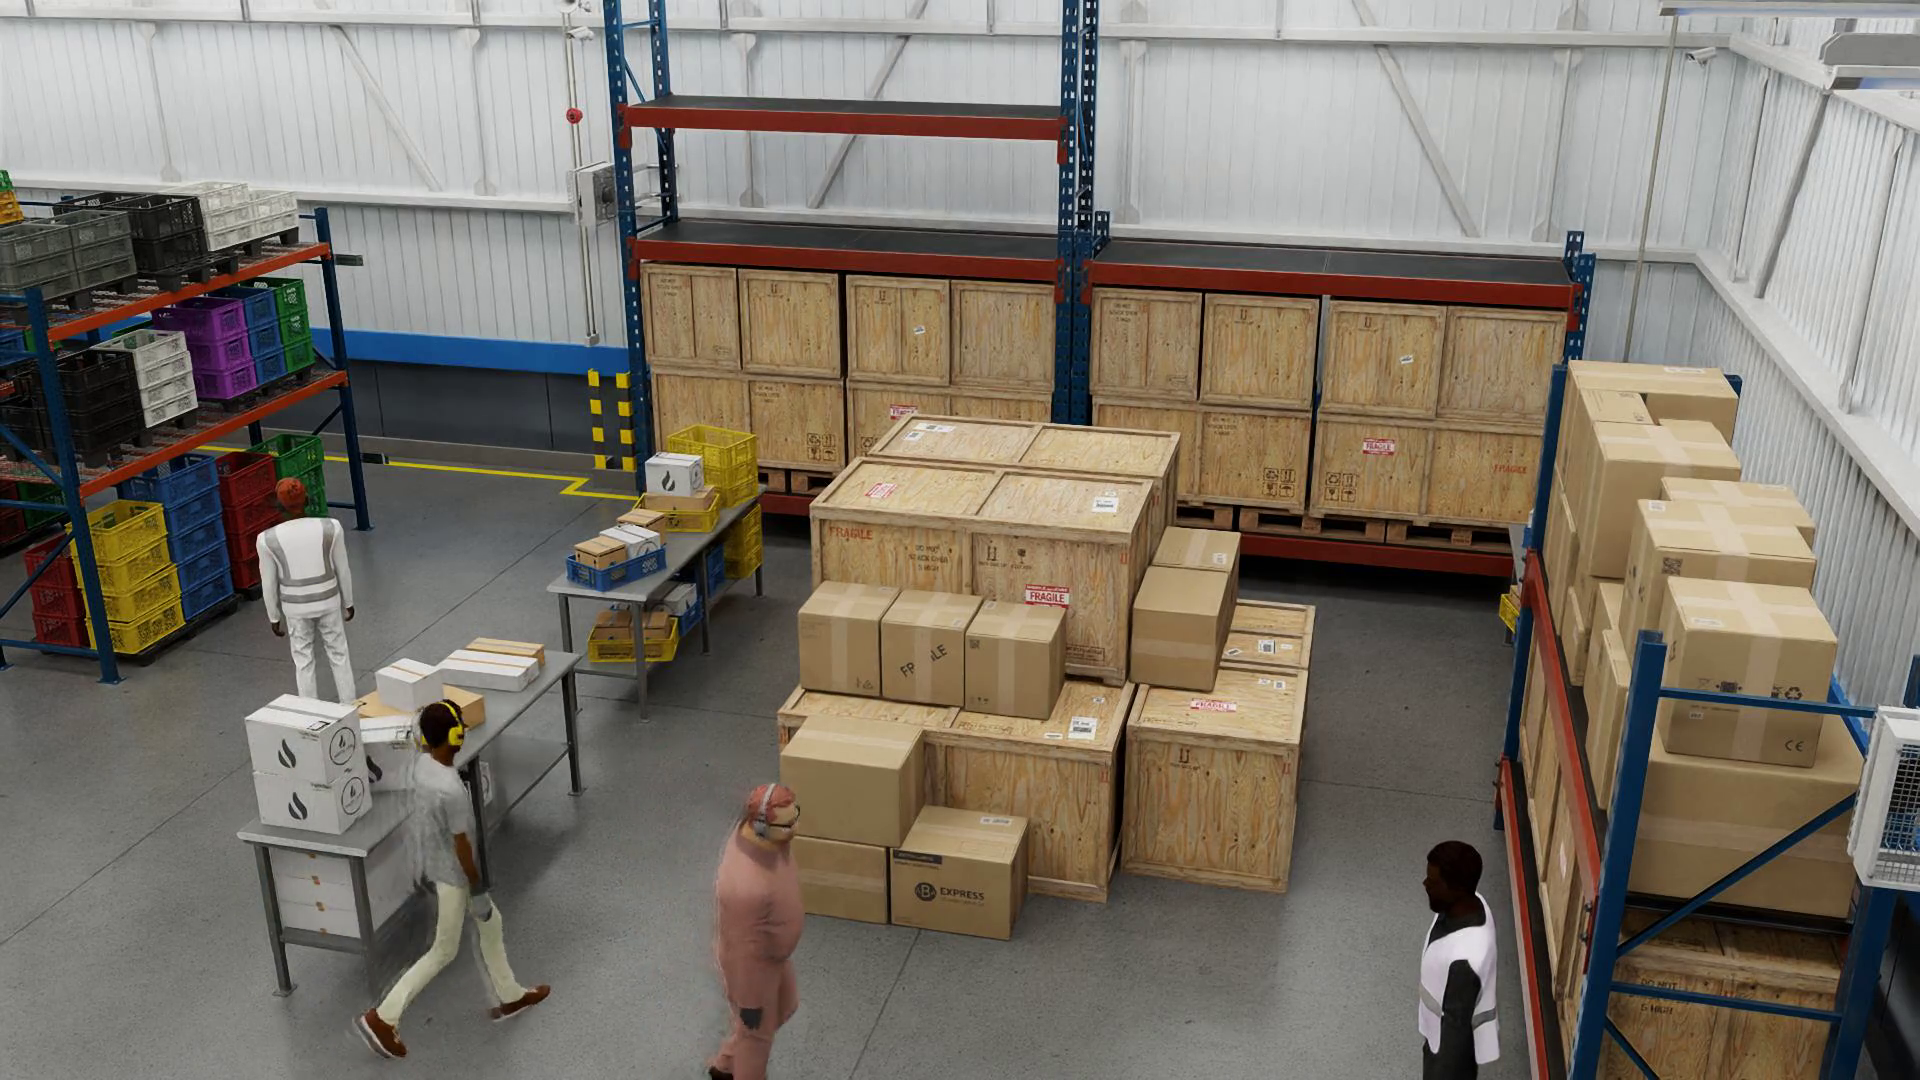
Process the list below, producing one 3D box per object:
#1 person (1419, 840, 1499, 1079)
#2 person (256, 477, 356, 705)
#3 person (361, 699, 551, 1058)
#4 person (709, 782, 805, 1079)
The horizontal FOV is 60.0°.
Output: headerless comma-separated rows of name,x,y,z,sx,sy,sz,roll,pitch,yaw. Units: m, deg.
person,2.096,2.144,7.130,0.409,1.908,0.597,5,22,14
person,-4.513,0.469,11.558,0.579,1.878,0.360,-10,23,-24
person,-2.633,1.703,8.413,0.926,1.819,0.572,-11,24,-27
person,-0.937,1.938,7.710,0.481,1.878,0.667,2,21,5
